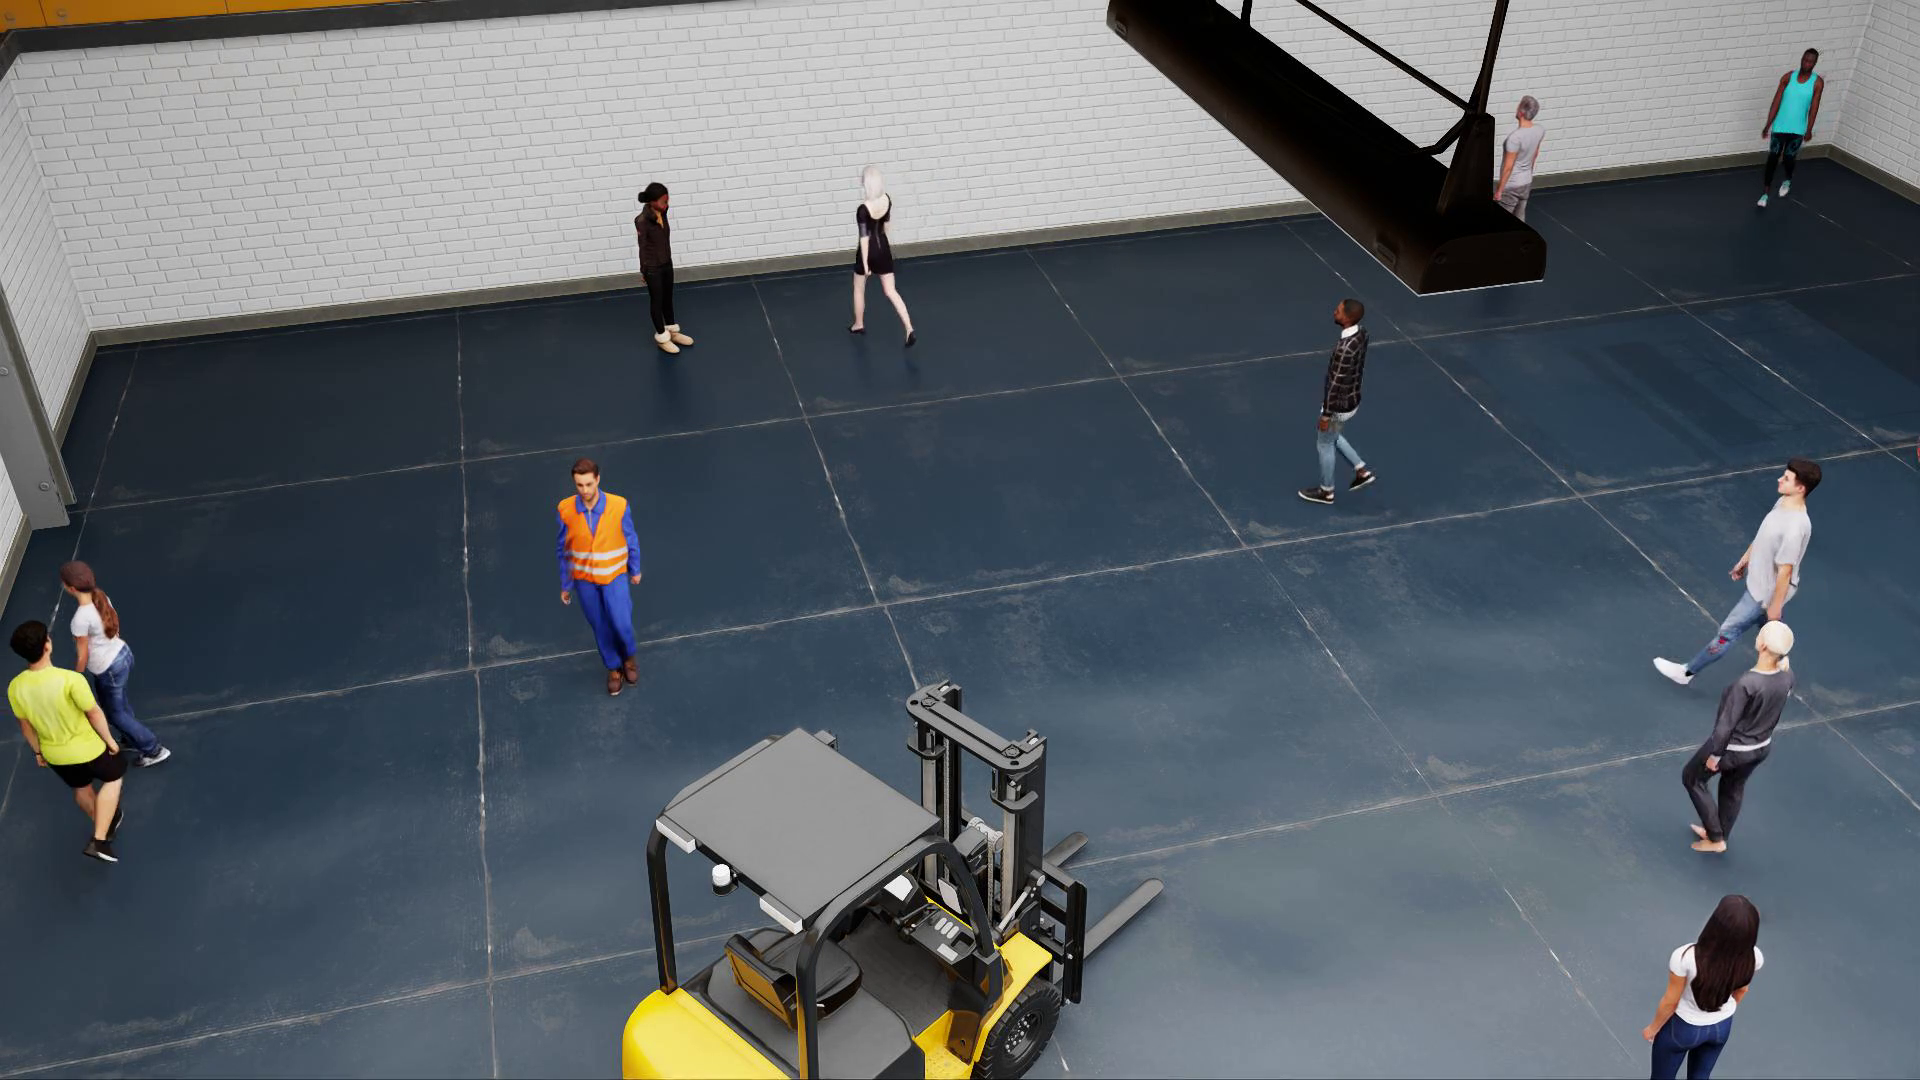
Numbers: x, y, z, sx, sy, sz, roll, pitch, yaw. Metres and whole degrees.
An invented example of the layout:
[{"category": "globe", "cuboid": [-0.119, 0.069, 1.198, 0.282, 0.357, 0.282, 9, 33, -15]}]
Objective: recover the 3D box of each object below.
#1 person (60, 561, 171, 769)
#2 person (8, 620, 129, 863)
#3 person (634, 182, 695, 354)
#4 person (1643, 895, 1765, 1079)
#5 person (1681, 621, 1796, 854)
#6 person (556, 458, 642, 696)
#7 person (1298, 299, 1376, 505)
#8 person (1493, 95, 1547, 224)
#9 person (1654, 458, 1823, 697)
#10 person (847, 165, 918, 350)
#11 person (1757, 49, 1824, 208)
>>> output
[{"category": "person", "cuboid": [-5.451, 0.809, 10.708, 0.699, 1.555, 0.725, -1, 34, -2]}, {"category": "person", "cuboid": [-5.305, 1.251, 9.912, 0.743, 1.699, 0.924, -1, 34, -2]}, {"category": "person", "cuboid": [-2.871, -2.594, 15.738, 0.764, 1.654, 0.703, 26, 41, 33]}, {"category": "person", "cuboid": [3.594, 2.393, 8.126, 0.613, 1.775, 0.557, -4, 34, -6]}, {"category": "person", "cuboid": [4.692, 1.248, 9.903, 0.648, 1.715, 0.636, -11, 35, -17]}, {"category": "person", "cuboid": [-2.444, 0.216, 11.332, 0.746, 1.852, 0.727, -3, 34, -5]}, {"category": "person", "cuboid": [3.123, -1.063, 13.297, 0.976, 1.805, 0.922, 15, 37, 22]}, {"category": "person", "cuboid": [5.763, -3.693, 17.232, 0.766, 1.831, 0.711, -22, 40, -30]}, {"category": "person", "cuboid": [5.535, 0.321, 11.181, 1.173, 1.844, 1.204, 11, 35, 16]}, {"category": "person", "cuboid": [-0.728, -2.626, 15.662, 0.941, 1.793, 1.215, -26, 42, -34]}, {"category": "person", "cuboid": [9.353, -4.646, 18.698, 0.847, 1.794, 0.903, 24, 41, 32]}]
